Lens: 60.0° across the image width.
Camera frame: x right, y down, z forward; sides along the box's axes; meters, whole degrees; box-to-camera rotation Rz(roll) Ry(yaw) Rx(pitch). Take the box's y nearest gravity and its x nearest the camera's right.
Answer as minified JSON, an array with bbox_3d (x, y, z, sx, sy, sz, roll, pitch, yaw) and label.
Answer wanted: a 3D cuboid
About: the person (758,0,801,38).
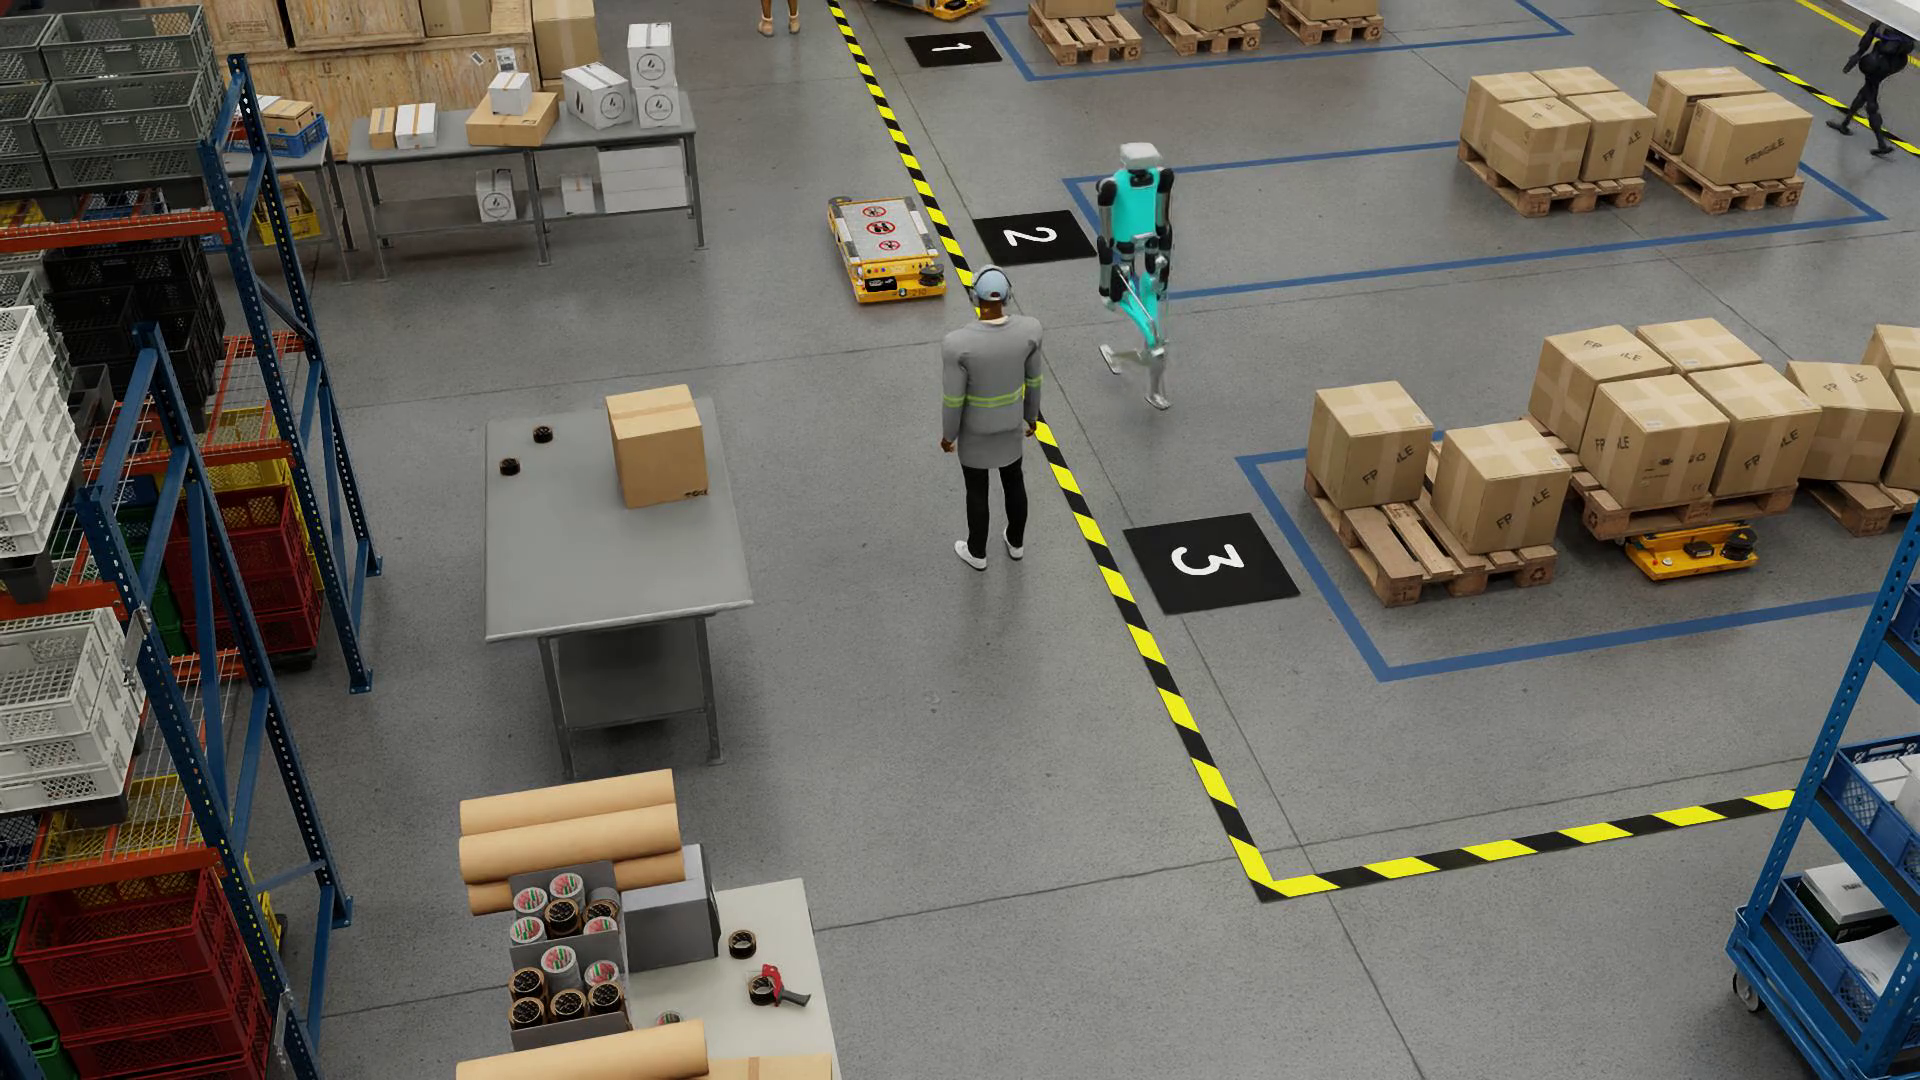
[{"bbox_3d":[-1.823,-5.871,15.969,0.607,2.032,0.403,-8,37,-11],"label":"person"}]

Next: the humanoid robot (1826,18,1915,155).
[{"bbox_3d":[7.754,-4.072,13.900,0.602,1.647,0.779,-14,39,-18],"label":"humanoid robot"}]

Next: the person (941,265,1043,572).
[{"bbox_3d":[0.158,-0.668,9.125,0.593,1.851,0.398,-13,39,-17],"label":"person"}]

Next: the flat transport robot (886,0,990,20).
[{"bbox_3d":[-0.451,-5.704,17.197,1.431,0.197,0.652,25,43,30],"label":"flat transport robot"}]

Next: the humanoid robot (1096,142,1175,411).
[{"bbox_3d":[1.182,-1.586,10.450,0.537,1.730,1.026,-18,40,-22],"label":"humanoid robot"}]

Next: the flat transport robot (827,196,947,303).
[{"bbox_3d":[-0.570,-2.220,12.538,0.659,0.231,1.431,-8,37,-10],"label":"flat transport robot"}]

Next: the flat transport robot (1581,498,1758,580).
[{"bbox_3d":[4.062,-0.294,9.926,0.652,0.197,1.431,-8,37,-10],"label":"flat transport robot"}]
